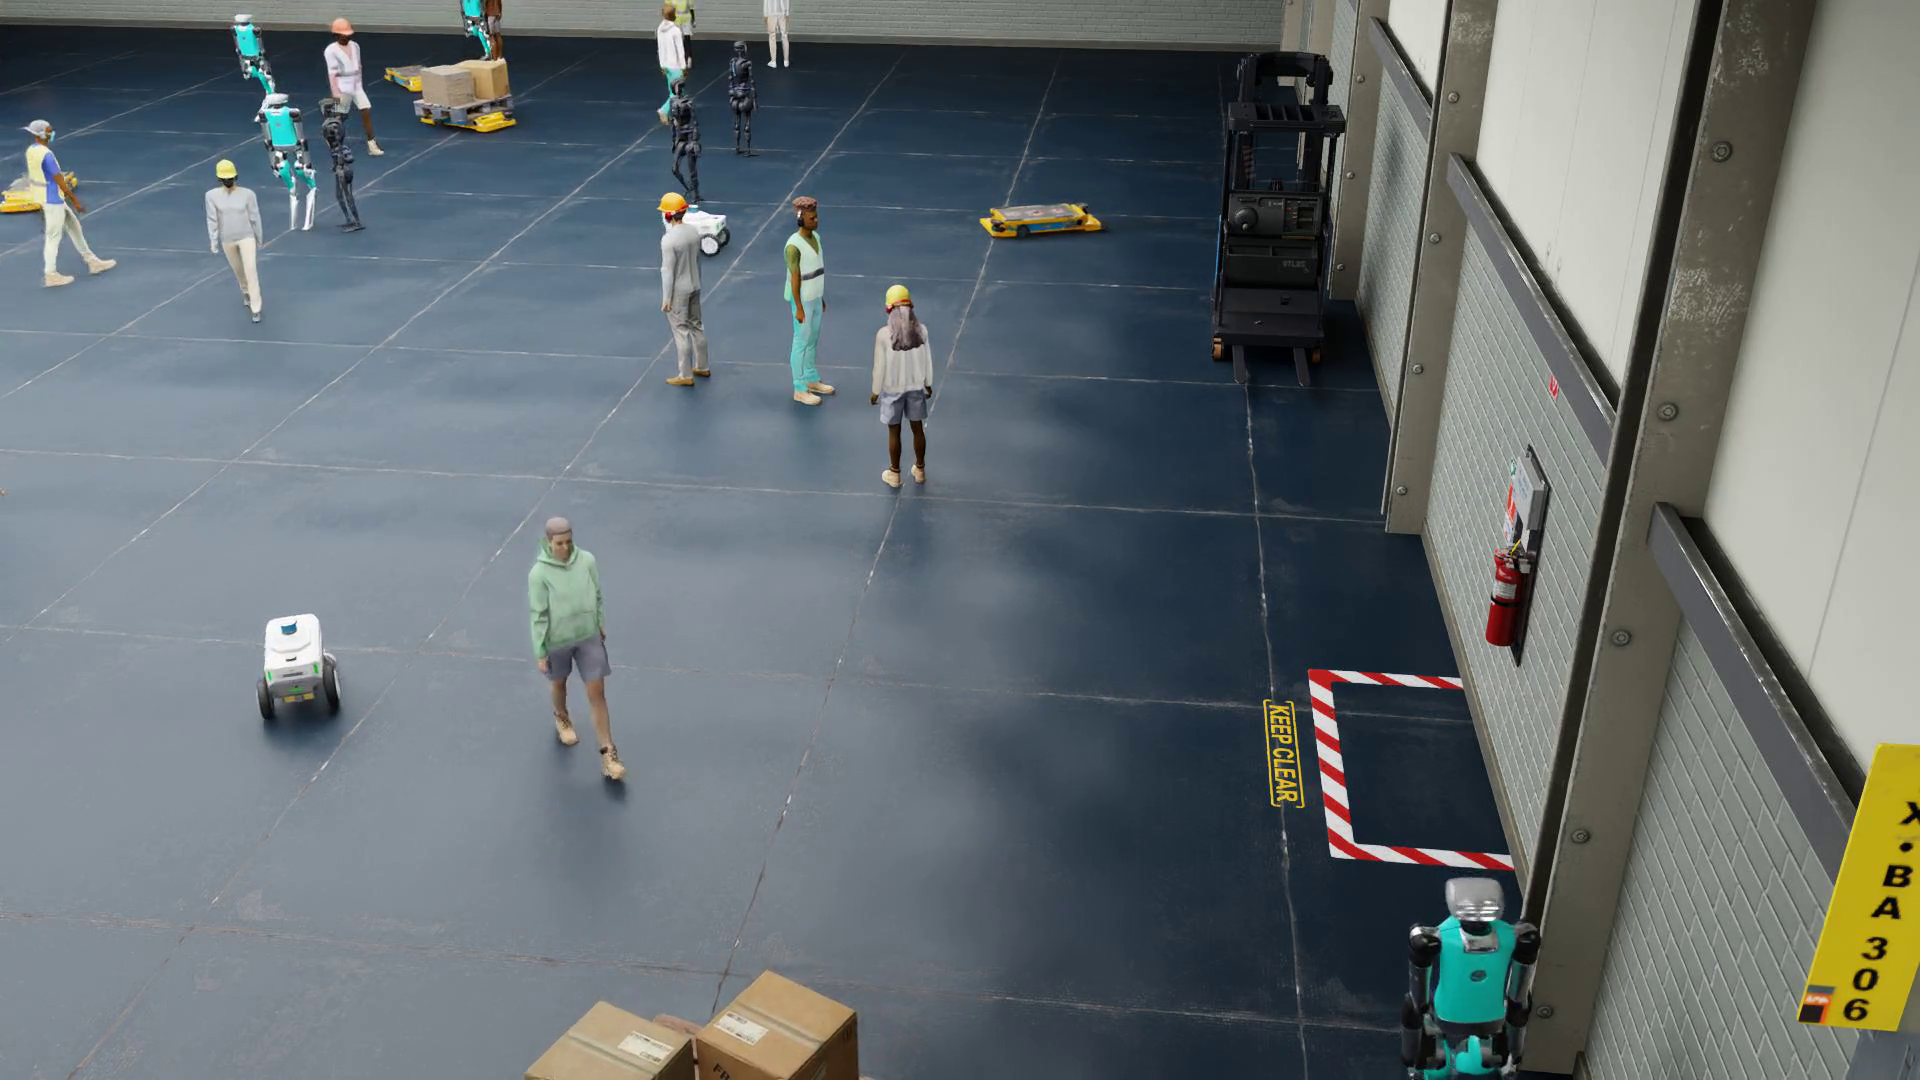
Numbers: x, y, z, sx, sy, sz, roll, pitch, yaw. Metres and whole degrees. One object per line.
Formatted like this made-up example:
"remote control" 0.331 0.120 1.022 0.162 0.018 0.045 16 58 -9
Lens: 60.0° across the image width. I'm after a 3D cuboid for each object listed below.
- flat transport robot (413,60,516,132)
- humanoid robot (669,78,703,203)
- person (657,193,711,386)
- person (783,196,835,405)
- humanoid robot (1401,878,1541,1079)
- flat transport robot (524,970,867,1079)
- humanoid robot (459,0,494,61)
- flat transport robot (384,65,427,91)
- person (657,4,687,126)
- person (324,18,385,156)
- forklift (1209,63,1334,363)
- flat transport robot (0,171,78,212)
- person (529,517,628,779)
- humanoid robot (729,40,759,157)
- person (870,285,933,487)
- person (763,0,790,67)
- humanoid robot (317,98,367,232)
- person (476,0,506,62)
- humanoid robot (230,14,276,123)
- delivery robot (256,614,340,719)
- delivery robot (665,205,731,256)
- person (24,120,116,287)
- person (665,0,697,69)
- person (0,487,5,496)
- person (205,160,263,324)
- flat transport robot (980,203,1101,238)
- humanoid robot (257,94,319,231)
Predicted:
"flat transport robot" -7.881 -6.768 26.649 1.431 0.231 0.659 15 30 27
"humanoid robot" -3.656 -5.327 22.206 0.615 1.647 0.339 23 34 38
"person" -2.715 -2.453 16.231 0.378 1.888 0.564 13 30 25
"person" -1.454 -2.285 15.797 0.405 1.978 0.482 11 28 20
"humanoid robot" 2.136 2.114 7.370 0.567 1.842 0.802 0 27 1
"flat transport robot" -1.069 2.830 7.490 0.659 0.231 1.431 11 29 21
"humanoid robot" -8.589 -9.201 29.870 0.558 1.730 1.013 10 28 19
"flat transport robot" -9.646 -8.190 29.489 0.659 0.231 1.431 -18 32 -32
"person" -4.582 -7.463 26.222 0.505 1.894 0.638 21 33 35
"person" -9.103 -6.721 24.640 1.017 1.993 0.610 17 31 30
"forklift" 3.241 -3.477 17.183 1.129 2.768 1.873 3 27 6
"flat transport robot" -12.529 -4.743 22.607 0.659 0.231 1.431 -6 27 -11
"person" -2.395 0.641 10.263 0.502 1.685 0.929 -16 31 -28
"humanoid robot" -3.225 -6.544 24.616 0.315 1.655 0.599 -24 35 -39
"person" -0.479 -1.283 14.033 0.542 1.759 0.410 -10 28 -19
"person" -3.382 -9.698 30.706 0.513 1.875 0.387 -9 28 -18
"humanoid robot" -7.830 -4.754 21.058 0.341 1.645 0.608 -14 30 -26
"person" -8.696 -9.741 30.814 0.395 1.852 0.799 8 28 15
"humanoid robot" -11.163 -7.570 26.661 0.536 1.743 1.053 7 27 13
"delivery robot" -4.463 0.830 11.177 0.507 0.608 0.779 -9 28 -18
"delivery robot" -3.238 -3.809 20.416 0.785 0.587 0.499 4 27 8
"person" -10.300 -3.891 19.140 0.931 1.855 0.545 -21 33 -35
"person" -5.173 -9.619 30.788 0.561 1.655 0.786 -6 27 -11
"person" -8.312 -1.152 13.653 0.591 1.863 0.590 8 28 16
"person" -7.863 -3.301 18.102 0.523 1.720 0.900 -6 27 -12
"flat transport robot" 1.030 -4.095 21.314 1.431 0.231 0.659 -6 27 -13
"humanoid robot" -8.403 -4.751 21.056 0.542 1.861 0.659 1 27 2
